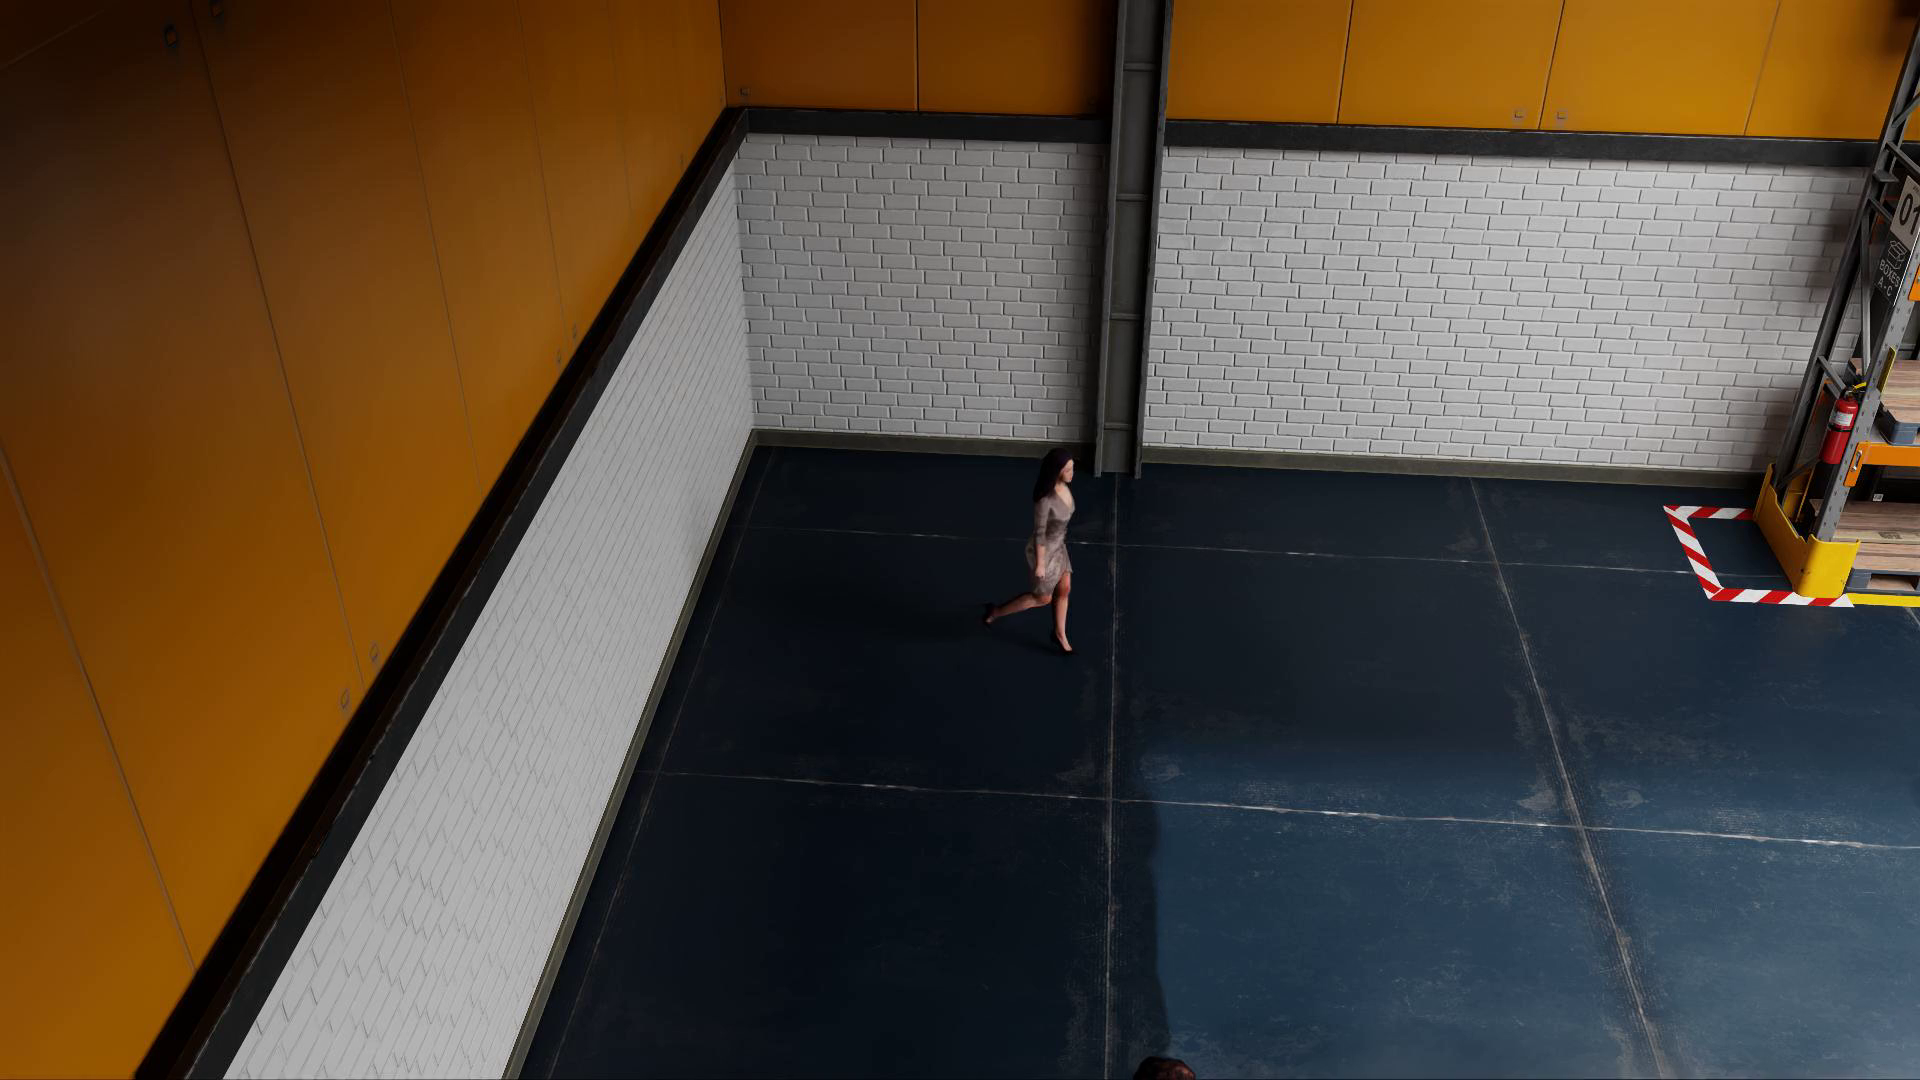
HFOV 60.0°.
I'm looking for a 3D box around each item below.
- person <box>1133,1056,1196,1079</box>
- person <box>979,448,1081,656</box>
[{"bbox_3d":[0.847,2.914,7.367,0.669,1.789,0.639,-14,36,-20],"label":"person"},{"bbox_3d":[0.535,0.087,11.681,1.051,1.723,0.781,11,35,15],"label":"person"}]
